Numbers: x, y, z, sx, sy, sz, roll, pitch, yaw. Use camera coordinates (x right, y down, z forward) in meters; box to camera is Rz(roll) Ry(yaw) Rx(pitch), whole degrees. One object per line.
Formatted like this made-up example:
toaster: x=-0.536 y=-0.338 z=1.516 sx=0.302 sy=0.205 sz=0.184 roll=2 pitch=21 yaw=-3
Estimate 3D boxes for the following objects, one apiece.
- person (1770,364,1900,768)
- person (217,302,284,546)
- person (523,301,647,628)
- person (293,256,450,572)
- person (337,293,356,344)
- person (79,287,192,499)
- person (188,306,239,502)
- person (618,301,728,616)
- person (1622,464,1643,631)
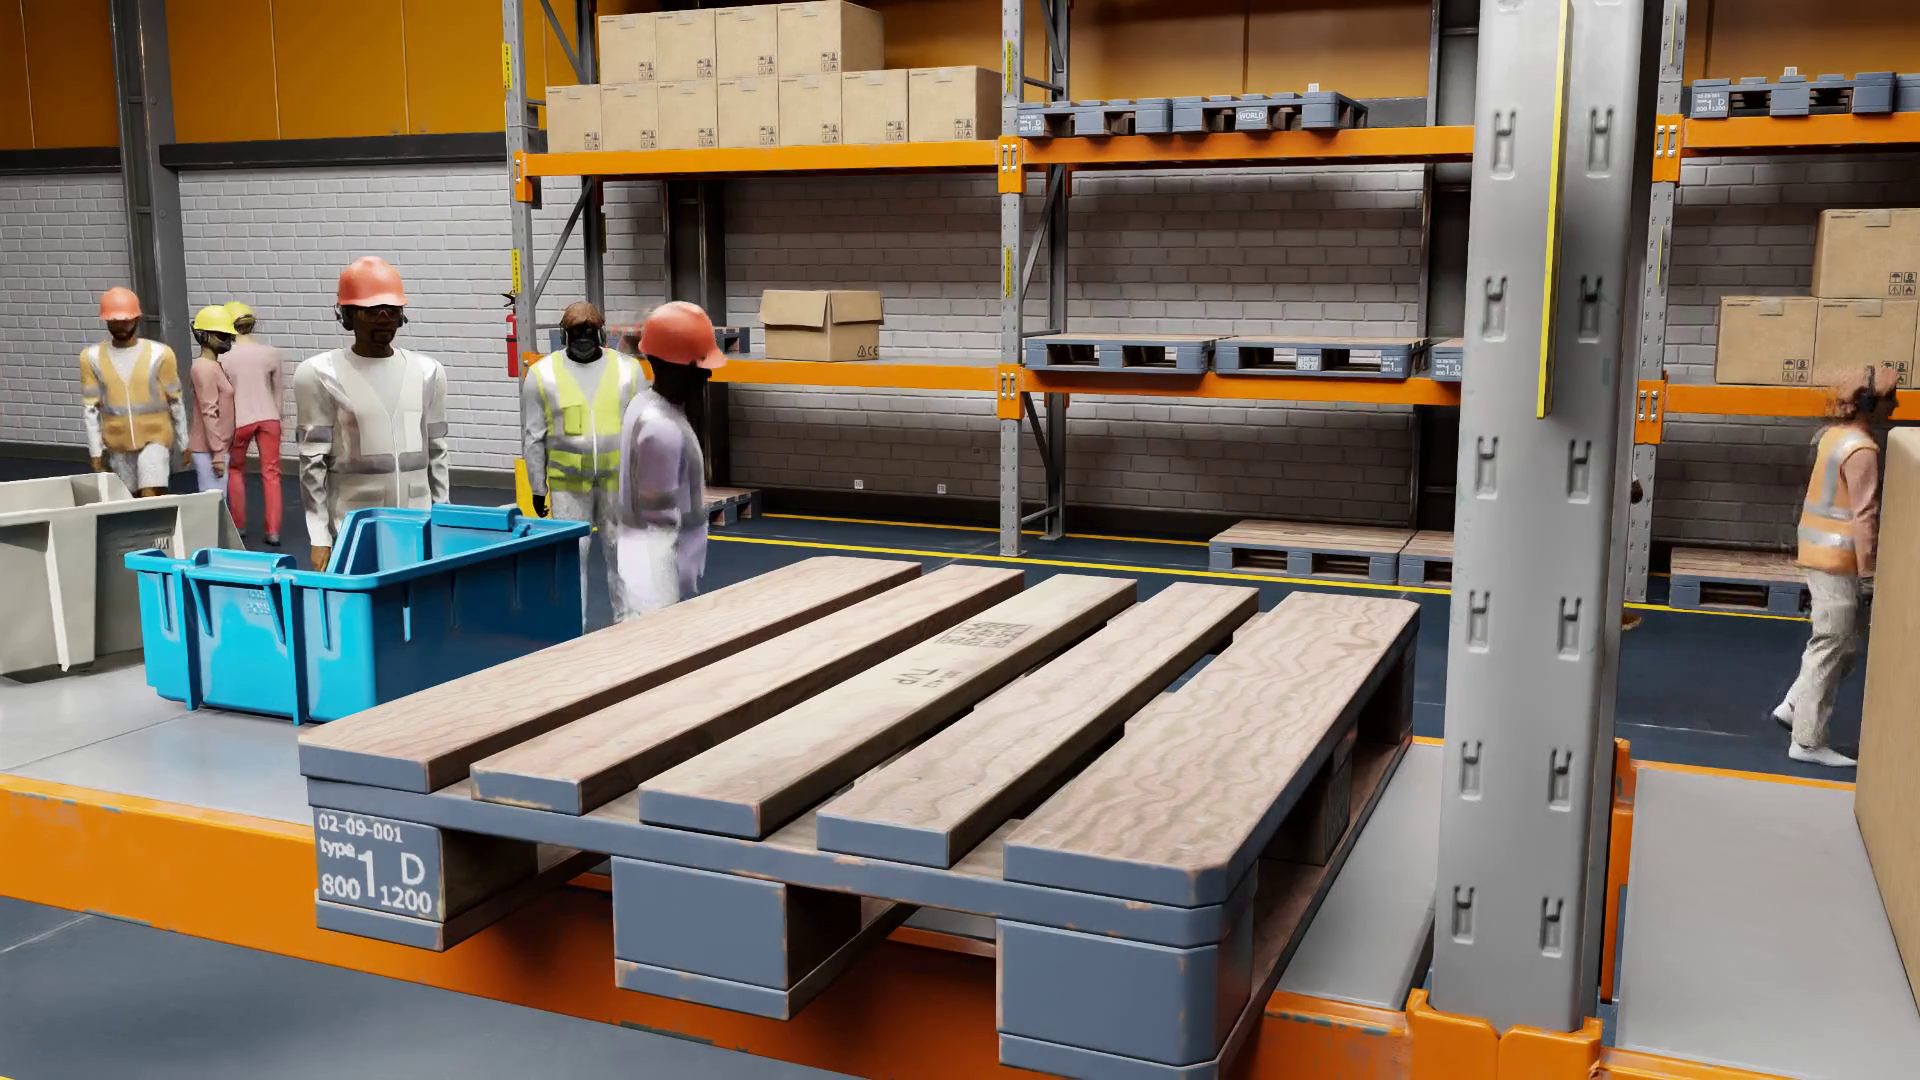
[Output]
person: x=3.530 y=0.114 z=6.640 sx=0.370 sy=1.626 sz=0.532 roll=3 pitch=10 yaw=20
person: x=-5.140 y=-0.838 z=11.992 sx=0.538 sy=1.734 sz=0.778 roll=-8 pitch=12 yaw=-39
person: x=-1.883 y=-0.293 z=8.474 sx=0.634 sy=1.833 sz=0.430 roll=-3 pitch=10 yaw=-18
person: x=-2.241 y=-0.068 z=6.473 sx=0.370 sy=2.044 sz=0.608 roll=9 pitch=13 yaw=44
person: x=-4.150 y=-0.847 z=11.749 sx=0.376 sy=1.851 sz=0.526 roll=-6 pitch=11 yaw=-31
person: x=-5.143 y=-0.643 z=10.427 sx=0.570 sy=1.893 sz=0.973 roll=-3 pitch=10 yaw=-16
person: x=-4.503 y=-0.533 z=10.100 sx=0.329 sy=1.764 sz=0.524 roll=-4 pitch=10 yaw=-20
person: x=-1.088 y=0.115 z=5.800 sx=0.684 sy=1.895 sz=0.592 roll=-3 pitch=10 yaw=-17
person: x=3.298 y=-0.363 z=8.874 sx=0.951 sy=1.845 sz=0.585 roll=-2 pitch=10 yaw=-12
